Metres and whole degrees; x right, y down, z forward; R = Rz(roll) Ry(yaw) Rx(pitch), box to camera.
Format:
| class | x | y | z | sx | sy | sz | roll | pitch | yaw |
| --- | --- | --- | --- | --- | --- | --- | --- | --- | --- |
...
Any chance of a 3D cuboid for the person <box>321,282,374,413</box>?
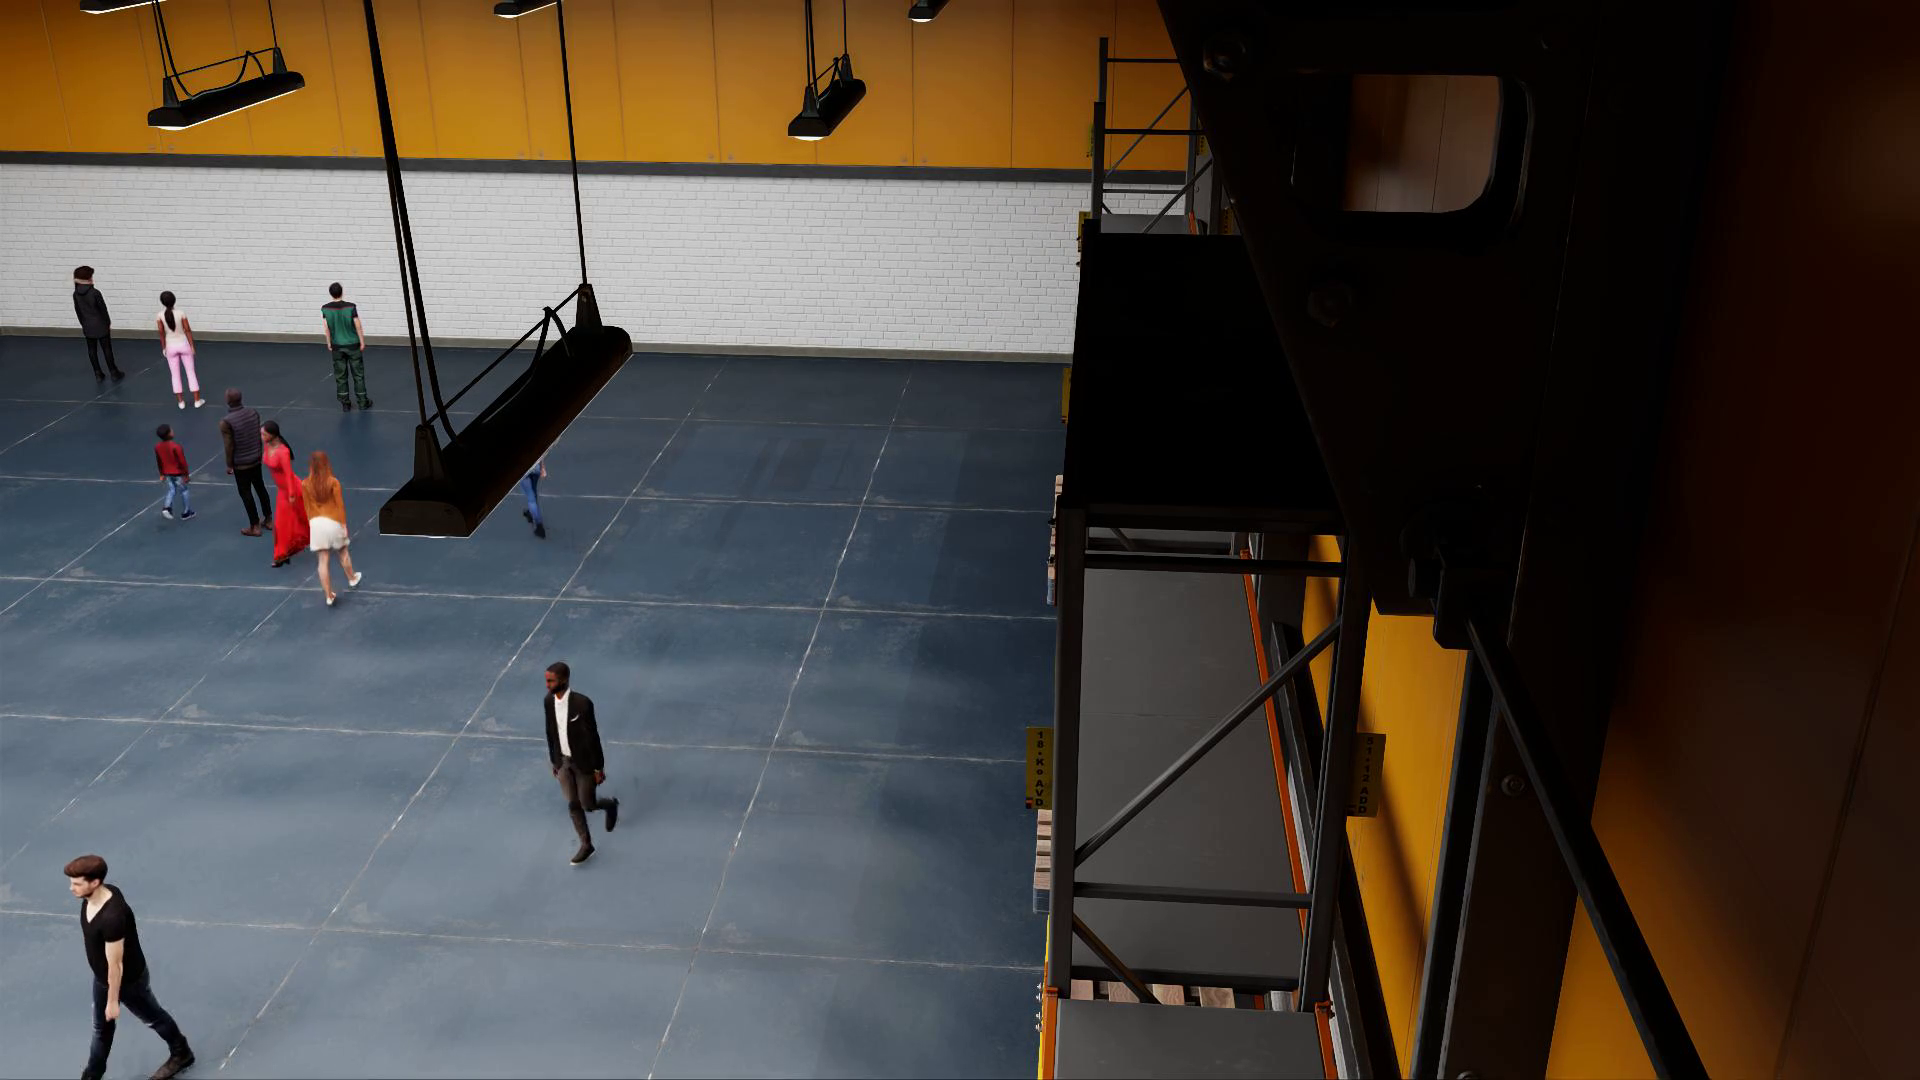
| class | x | y | z | sx | sy | sz | roll | pitch | yaw |
| --- | --- | --- | --- | --- | --- | --- | --- | --- | --- |
| person | -8.889 | -2.812 | 24.063 | 0.718 | 1.901 | 0.652 | -3 | 24 | -7 |

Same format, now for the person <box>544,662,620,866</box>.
| class | x | y | z | sx | sy | sz | roll | pitch | yaw |
| --- | --- | --- | --- | --- | --- | --- | --- | --- | --- |
| person | -3.101 | 1.788 | 13.687 | 0.860 | 1.783 | 0.990 | 9 | 25 | 21 |

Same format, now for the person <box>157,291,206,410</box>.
| class | x | y | z | sx | sy | sz | roll | pitch | yaw |
| --- | --- | --- | --- | --- | --- | --- | --- | --- | --- |
| person | -11.362 | -2.770 | 24.167 | 0.651 | 1.742 | 0.631 | -7 | 25 | -15 |

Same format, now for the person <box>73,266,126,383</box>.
| class | x | y | z | sx | sy | sz | roll | pitch | yaw |
| --- | --- | --- | --- | --- | --- | --- | --- | --- | --- |
| person | -13.160 | -3.282 | 25.299 | 0.640 | 1.774 | 0.620 | 0 | 24 | -1 |

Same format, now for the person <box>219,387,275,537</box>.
| class | x | y | z | sx | sy | sz | roll | pitch | yaw |
| --- | --- | --- | --- | --- | --- | --- | --- | --- | --- |
| person | -8.535 | -0.948 | 19.882 | 0.831 | 1.835 | 0.648 | 11 | 26 | 24 |

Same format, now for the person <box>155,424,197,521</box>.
| class | x | y | z | sx | sy | sz | roll | pitch | yaw |
| --- | --- | --- | --- | --- | --- | --- | --- | --- | --- |
| person | -9.620 | -0.806 | 20.292 | 0.552 | 1.246 | 0.673 | 6 | 24 | 12 |

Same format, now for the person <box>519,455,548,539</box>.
| class | x | y | z | sx | sy | sz | roll | pitch | yaw |
| --- | --- | --- | --- | --- | --- | --- | --- | --- | --- |
| person | -5.115 | -0.796 | 19.828 | 0.969 | 1.600 | 1.023 | -20 | 30 | -37 |

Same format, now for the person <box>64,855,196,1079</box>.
| class | x | y | z | sx | sy | sz | roll | pitch | yaw |
| --- | --- | --- | --- | --- | --- | --- | --- | --- | --- |
| person | -5.504 | 2.874 | 11.112 | 1.148 | 1.857 | 1.258 | 21 | 32 | 40 |

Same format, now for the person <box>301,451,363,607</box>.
| class | x | y | z | sx | sy | sz | roll | pitch | yaw |
| --- | --- | --- | --- | --- | --- | --- | --- | --- | --- |
| person | -6.920 | -0.097 | 18.117 | 0.728 | 1.689 | 0.979 | -2 | 24 | -5 |
